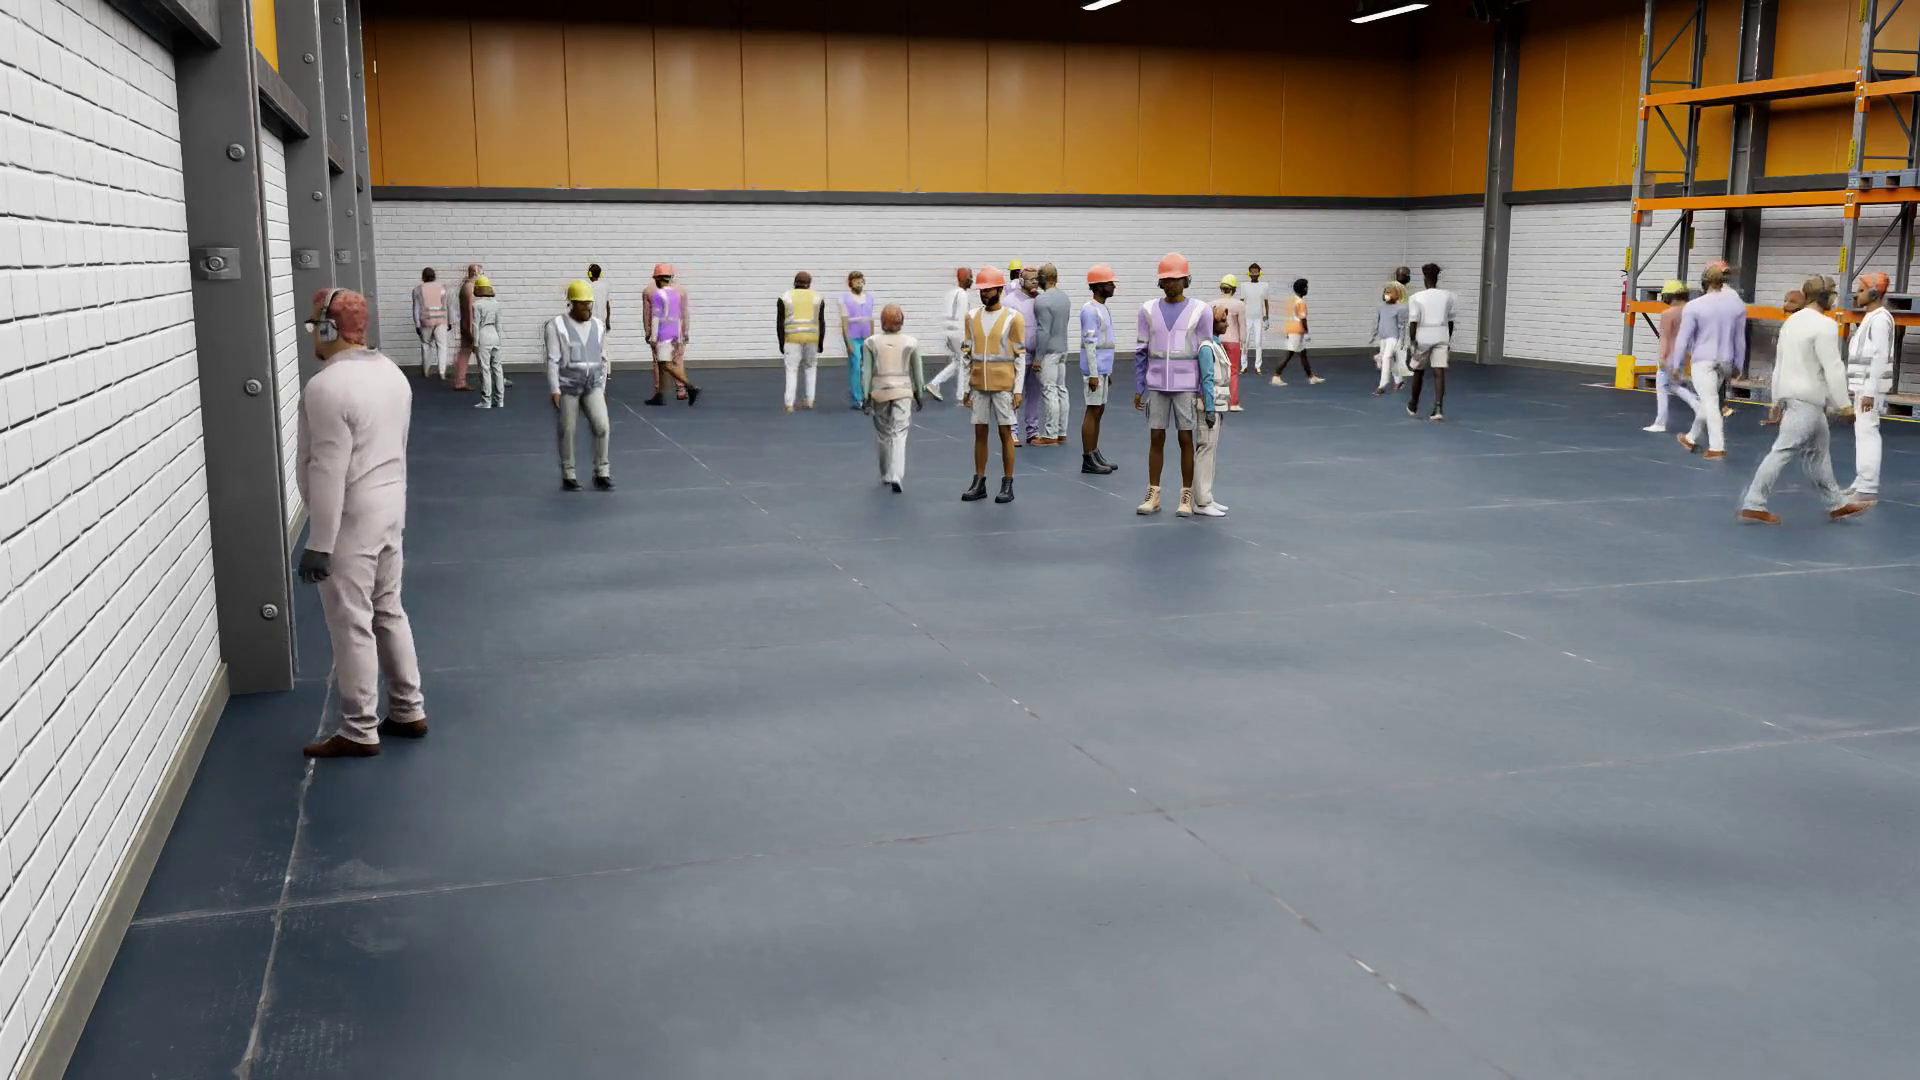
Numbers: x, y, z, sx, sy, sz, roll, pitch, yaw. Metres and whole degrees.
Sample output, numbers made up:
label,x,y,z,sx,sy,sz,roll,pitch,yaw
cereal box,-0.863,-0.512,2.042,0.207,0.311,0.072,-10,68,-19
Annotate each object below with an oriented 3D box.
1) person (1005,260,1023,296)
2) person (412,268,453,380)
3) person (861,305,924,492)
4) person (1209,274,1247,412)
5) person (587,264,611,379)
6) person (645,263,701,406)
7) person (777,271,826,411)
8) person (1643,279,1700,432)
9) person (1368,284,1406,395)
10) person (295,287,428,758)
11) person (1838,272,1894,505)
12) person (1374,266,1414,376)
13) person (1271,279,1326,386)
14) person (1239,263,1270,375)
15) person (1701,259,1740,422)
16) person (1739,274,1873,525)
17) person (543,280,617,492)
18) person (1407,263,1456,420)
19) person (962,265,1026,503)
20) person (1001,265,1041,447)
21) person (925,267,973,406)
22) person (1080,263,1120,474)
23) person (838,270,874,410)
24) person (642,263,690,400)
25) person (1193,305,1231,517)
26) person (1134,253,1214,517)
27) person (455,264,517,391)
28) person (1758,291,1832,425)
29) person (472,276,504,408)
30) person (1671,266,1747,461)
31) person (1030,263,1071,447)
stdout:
label,x,y,z,sx,sy,sz,roll,pitch,yaw
person,0.937,-3.706,27.768,0.368,1.928,0.585,9,13,41
person,-8.578,-3.517,27.056,0.633,1.796,0.918,-4,11,-22
person,-0.588,-1.234,14.388,0.531,1.595,0.853,1,10,4
person,3.443,-2.531,21.431,0.533,1.767,0.326,5,11,26
person,-5.853,-3.507,26.783,0.310,1.869,0.531,8,13,38
person,-3.839,-2.716,22.109,0.837,1.910,0.551,4,11,21
person,-2.063,-2.581,21.651,0.635,1.805,0.600,-3,10,-15
person,8.145,-2.073,18.826,0.552,1.744,0.594,-7,12,-36
person,6.275,-2.925,24.191,0.810,1.600,0.504,-7,12,-34
person,-2.478,-0.070,6.777,0.407,1.906,0.652,1,10,8
person,7.386,-1.226,13.534,0.337,1.882,0.583,4,11,22
person,7.286,-3.649,27.736,0.675,1.819,0.636,6,11,29
person,5.182,-3.173,25.489,0.890,1.642,0.549,0,10,-2
person,4.937,-3.710,27.967,0.538,1.866,0.313,2,10,11
person,8.798,-2.265,19.310,0.630,1.973,0.505,-5,11,-27
person,6.375,-1.034,12.441,1.033,1.886,0.639,1,10,6
person,-3.220,-1.290,14.138,0.610,1.809,0.657,-7,12,-37
person,5.822,-2.455,20.585,0.605,1.916,1.023,0,10,1
person,0.261,-1.267,13.616,0.548,1.936,0.378,5,11,26
person,0.728,-1.941,17.607,0.642,1.909,0.399,-7,12,-34
person,-0.100,-2.709,22.188,0.593,1.862,0.628,-3,10,-18
person,1.296,-1.586,15.452,0.351,1.942,0.545,3,10,18
person,-1.315,-2.579,21.584,0.599,1.813,0.461,-8,13,-39
person,-4.075,-2.893,23.136,0.642,1.903,0.399,0,10,-2
person,1.960,-1.010,12.991,0.308,1.641,0.514,2,10,14
person,1.639,-1.193,12.886,0.616,2.039,0.385,4,11,23
person,-7.070,-3.136,24.629,0.955,1.865,0.656,-6,12,-32
person,9.851,-2.122,19.512,0.508,1.601,0.716,-9,13,-42
person,-6.270,-2.613,21.993,0.321,1.737,0.479,5,11,27
person,7.409,-1.762,16.591,0.646,1.892,1.022,-2,10,-9
person,0.953,-1.949,17.569,0.369,1.936,0.630,6,11,29
